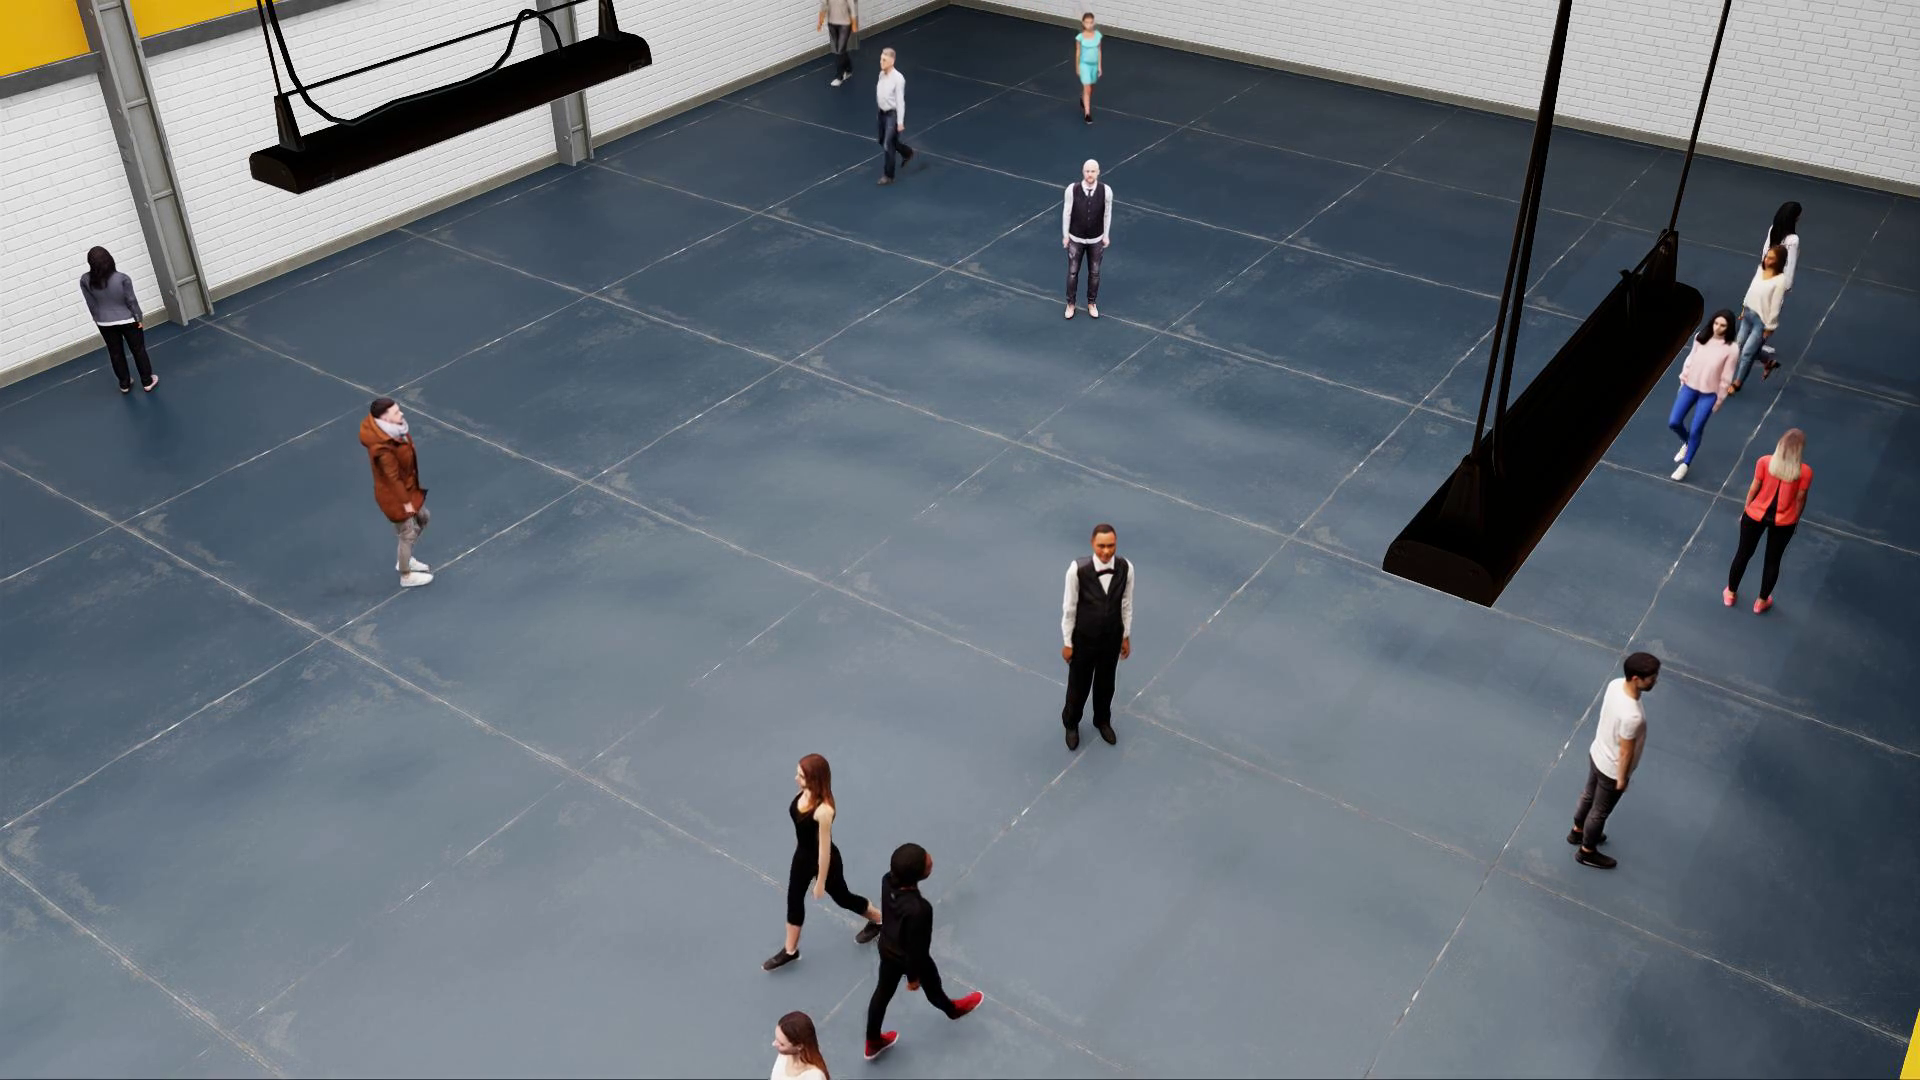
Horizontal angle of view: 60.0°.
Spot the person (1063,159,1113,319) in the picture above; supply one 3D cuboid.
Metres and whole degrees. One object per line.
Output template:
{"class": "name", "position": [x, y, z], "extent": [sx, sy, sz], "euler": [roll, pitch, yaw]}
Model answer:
{"class": "person", "position": [1.411, -3.360, 18.521], "extent": [0.785, 1.823, 0.805], "euler": [0, 34, 0]}

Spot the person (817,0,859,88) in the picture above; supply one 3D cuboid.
{"class": "person", "position": [-1.783, -7.883, 25.372], "extent": [0.719, 1.771, 0.984], "euler": [17, 37, 24]}

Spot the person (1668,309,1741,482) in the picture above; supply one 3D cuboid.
{"class": "person", "position": [7.007, -1.394, 15.622], "extent": [0.803, 1.758, 0.761], "euler": [-23, 40, -30]}

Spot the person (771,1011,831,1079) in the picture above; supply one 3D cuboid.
{"class": "person", "position": [-0.719, 3.137, 8.898], "extent": [1.203, 1.656, 0.940], "euler": [-17, 37, -23]}

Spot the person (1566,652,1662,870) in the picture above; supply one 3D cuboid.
{"class": "person", "position": [4.446, 1.472, 11.344], "extent": [0.761, 1.720, 0.639], "euler": [3, 34, 5]}

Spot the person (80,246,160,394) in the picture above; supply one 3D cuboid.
{"class": "person", "position": [-8.650, -2.267, 17.083], "extent": [0.788, 1.595, 0.846], "euler": [-5, 34, -7]}

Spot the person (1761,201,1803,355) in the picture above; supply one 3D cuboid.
{"class": "person", "position": [8.721, -2.827, 17.829], "extent": [0.754, 1.701, 0.711], "euler": [-9, 35, -13]}

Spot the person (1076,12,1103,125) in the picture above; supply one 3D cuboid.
{"class": "person", "position": [1.849, -6.855, 24.047], "extent": [1.020, 1.526, 1.041], "euler": [-7, 34, -11]}

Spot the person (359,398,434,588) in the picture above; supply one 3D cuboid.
{"class": "person", "position": [-4.828, -0.375, 14.031], "extent": [0.901, 1.821, 0.862], "euler": [-11, 35, -16]}

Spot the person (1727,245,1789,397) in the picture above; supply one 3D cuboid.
{"class": "person", "position": [8.248, -2.240, 16.982], "extent": [0.977, 1.662, 0.919], "euler": [-5, 34, -7]}

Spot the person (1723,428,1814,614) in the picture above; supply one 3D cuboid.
{"class": "person", "position": [6.733, -0.170, 13.839], "extent": [0.606, 1.694, 0.542], "euler": [18, 38, 25]}

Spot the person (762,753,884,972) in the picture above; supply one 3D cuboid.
{"class": "person", "position": [-0.802, 2.021, 10.548], "extent": [1.202, 1.688, 0.924], "euler": [-17, 37, -23]}

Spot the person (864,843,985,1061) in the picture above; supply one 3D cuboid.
{"class": "person", "position": [-0.401, 2.494, 9.885], "extent": [1.141, 1.634, 0.886], "euler": [-21, 39, -28]}

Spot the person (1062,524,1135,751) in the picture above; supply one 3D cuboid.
{"class": "person", "position": [1.011, 0.691, 12.340], "extent": [0.763, 1.918, 0.830], "euler": [-7, 34, -10]}

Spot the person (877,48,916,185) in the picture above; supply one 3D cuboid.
{"class": "person", "position": [-0.852, -5.613, 21.927], "extent": [0.997, 1.804, 0.818], "euler": [-23, 40, -30]}
